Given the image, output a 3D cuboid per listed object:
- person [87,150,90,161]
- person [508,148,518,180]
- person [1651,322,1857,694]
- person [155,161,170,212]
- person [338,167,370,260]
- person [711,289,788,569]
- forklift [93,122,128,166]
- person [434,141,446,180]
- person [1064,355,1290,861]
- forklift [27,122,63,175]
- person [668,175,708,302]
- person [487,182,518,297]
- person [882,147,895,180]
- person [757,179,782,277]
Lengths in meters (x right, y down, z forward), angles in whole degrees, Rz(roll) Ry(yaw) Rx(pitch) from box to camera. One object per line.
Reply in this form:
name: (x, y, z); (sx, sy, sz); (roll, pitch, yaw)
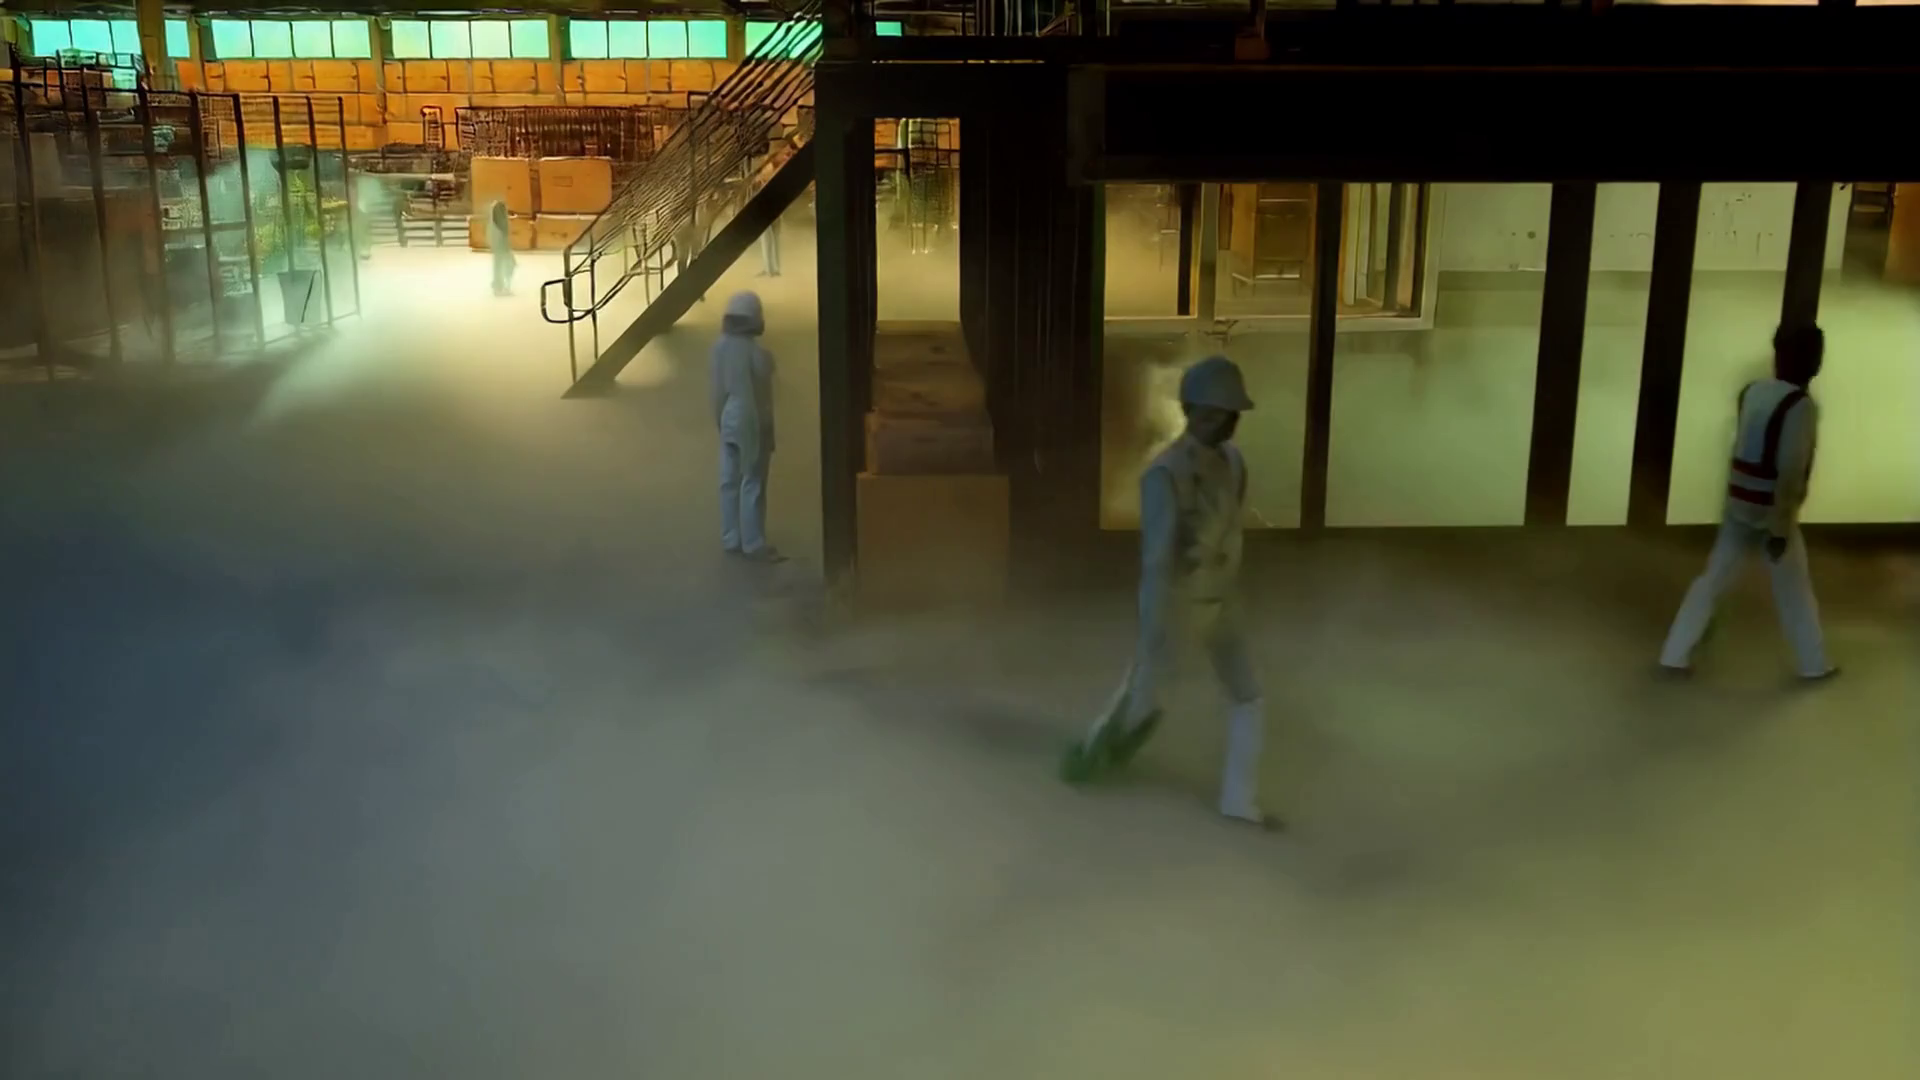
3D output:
person: (-32.852, -13.911, 62.884); (0.622, 1.921, 0.550); (-11, 18, -37)
person: (-18.446, -15.308, 68.806); (0.419, 1.750, 0.539); (-4, 15, -17)
person: (3.876, -0.134, 8.024); (1.000, 1.828, 0.597); (-2, 14, -6)
person: (-24.803, -10.960, 51.714); (0.428, 1.615, 0.654); (2, 14, 9)
person: (-12.522, -6.691, 34.081); (0.746, 1.894, 0.596); (0, 14, 2)
person: (-1.328, -0.691, 10.401); (0.483, 1.745, 0.301); (12, 18, 39)
forklift: (-37.921, -17.158, 73.912); (1.129, 2.768, 1.873); (-1, 14, -2)
person: (-25.439, -18.543, 81.384); (0.489, 1.925, 0.652); (12, 18, 40)
person: (0.824, 0.232, 6.376); (0.952, 1.918, 0.632); (12, 19, 40)
forklift: (-35.376, -14.773, 64.377); (1.129, 2.768, 1.873); (-1, 14, -2)
person: (-4.240, -4.702, 25.980); (0.612, 1.965, 0.361); (-3, 14, -13)
person: (-7.330, -4.796, 26.633); (0.503, 1.826, 0.548); (-9, 17, -33)
person: (-2.980, -15.371, 68.752); (0.641, 1.905, 0.410); (-10, 17, -36)
person: (-3.490, -5.700, 30.376); (0.522, 1.768, 0.311); (8, 16, 30)
